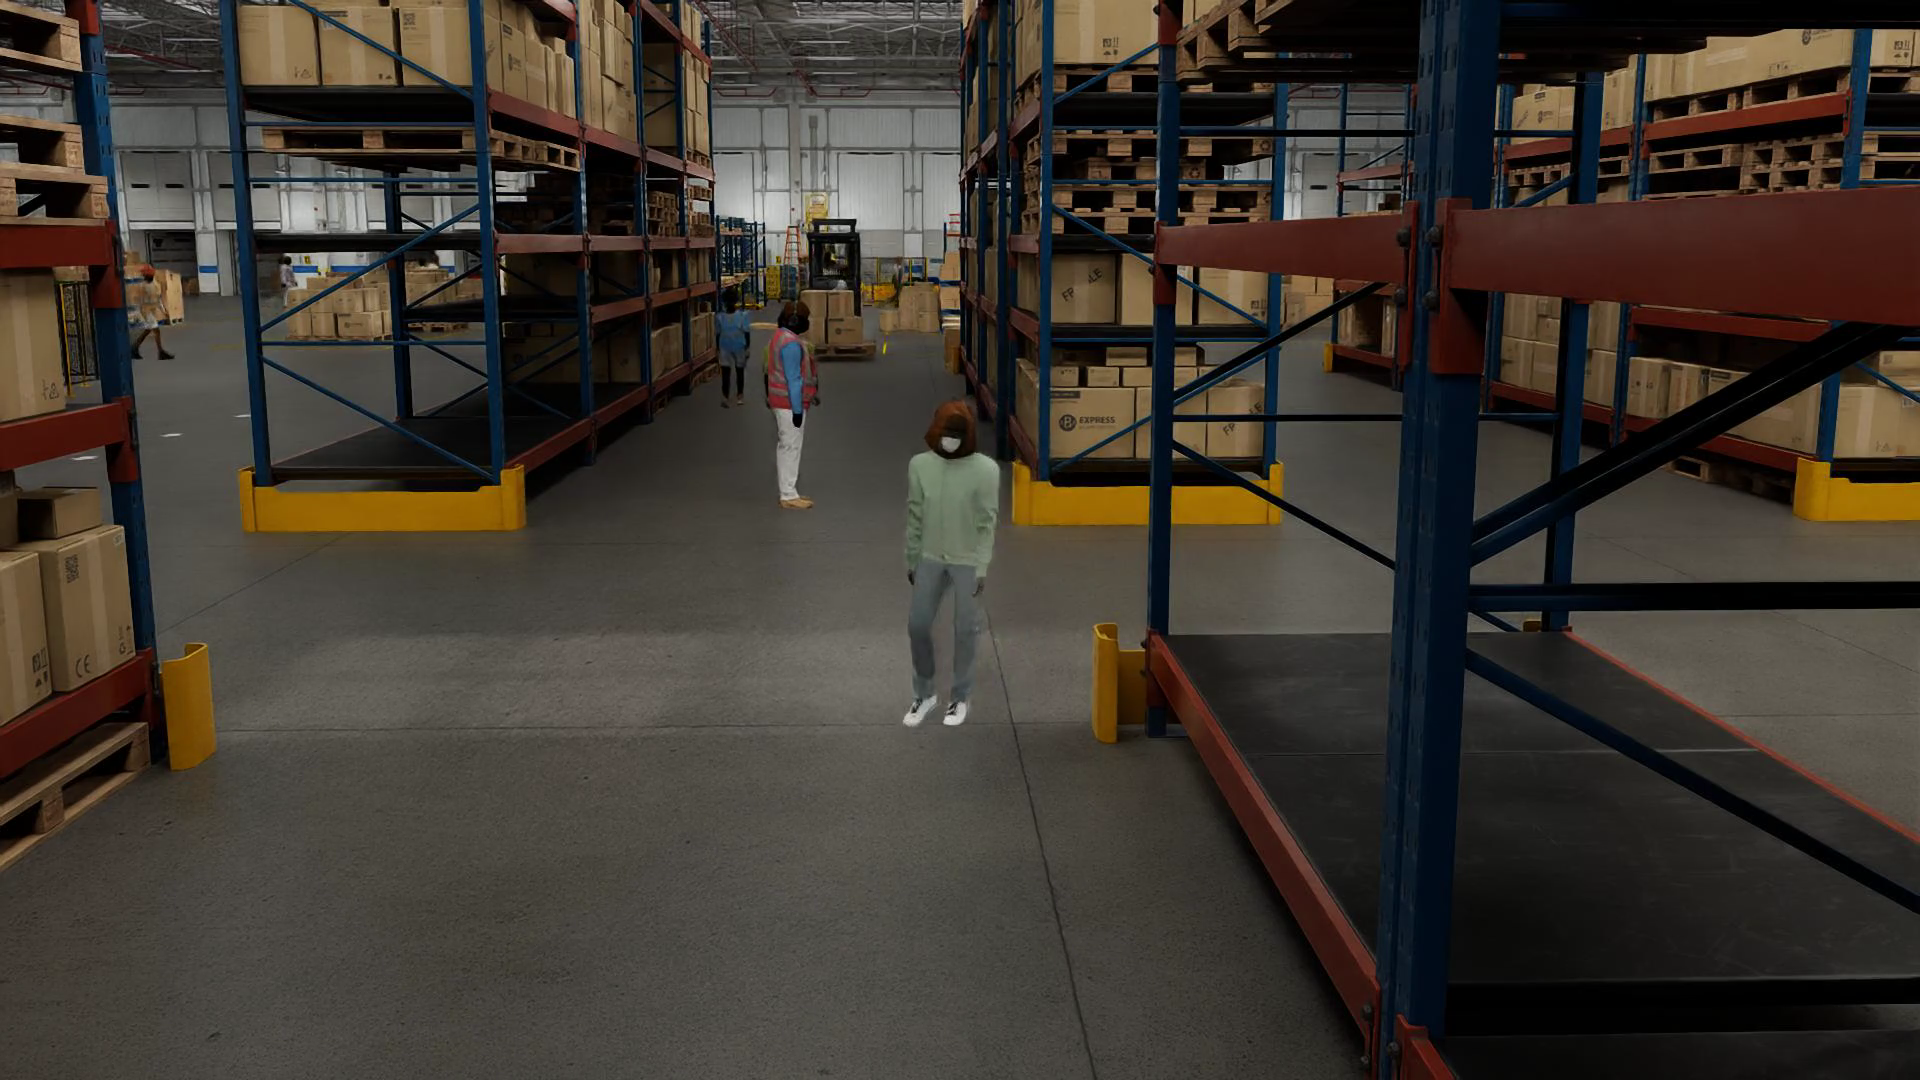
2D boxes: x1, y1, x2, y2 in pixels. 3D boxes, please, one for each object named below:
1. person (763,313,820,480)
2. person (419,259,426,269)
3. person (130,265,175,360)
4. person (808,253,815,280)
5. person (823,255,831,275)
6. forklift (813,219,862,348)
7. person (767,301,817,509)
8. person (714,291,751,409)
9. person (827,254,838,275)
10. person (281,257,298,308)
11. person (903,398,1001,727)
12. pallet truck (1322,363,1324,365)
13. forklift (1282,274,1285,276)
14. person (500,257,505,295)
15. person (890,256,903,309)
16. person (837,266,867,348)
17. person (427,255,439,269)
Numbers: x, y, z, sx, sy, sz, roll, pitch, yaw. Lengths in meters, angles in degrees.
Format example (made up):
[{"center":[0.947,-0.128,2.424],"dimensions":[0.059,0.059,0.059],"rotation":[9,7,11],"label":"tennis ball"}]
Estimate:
[{"center":[-1.706,-1.464,16.687],"dimensions":[0.538,1.657,0.852],"rotation":[-4,11,-23],"label":"person"},{"center":[-20.271,-9.758,62.778],"dimensions":[0.322,1.696,0.536],"rotation":[1,10,3],"label":"person"},{"center":[-16.219,-4.529,33.118],"dimensions":[0.966,1.904,0.540],"rotation":[0,10,1],"label":"person"},{"center":[-5.533,-9.720,61.942],"dimensions":[0.558,1.914,0.561],"rotation":[-2,10,-13],"label":"person"},{"center":[-3.725,-6.912,46.175],"dimensions":[0.368,1.966,0.603],"rotation":[-5,11,-27],"label":"person"},{"center":[-2.654,-5.450,35.480],"dimensions":[1.129,2.768,1.873],"rotation":[0,10,-2],"label":"forklift"},{"center":[-1.471,-1.184,14.661],"dimensions":[0.430,1.833,0.634],"rotation":[-2,10,-13],"label":"person"},{"center":[-3.220,-2.700,23.581],"dimensions":[0.534,1.657,0.860],"rotation":[0,10,-1],"label":"person"},{"center":[-4.198,-8.444,54.821],"dimensions":[0.382,1.923,0.593],"rotation":[7,12,35],"label":"person"},{"center":[-23.512,-9.059,58.593],"dimensions":[0.894,1.807,0.628],"rotation":[-1,10,-3],"label":"person"},{"center":[-0.050,0.125,7.958],"dimensions":[0.507,1.610,0.505],"rotation":[4,11,21],"label":"person"},{"center":[7.712,-4.157,30.737],"dimensions":[1.885,1.965,0.823],"rotation":[3,11,16],"label":"pallet truck"},{"center":[12.240,-10.302,62.509],"dimensions":[1.129,2.768,1.873],"rotation":[0,10,-2],"label":"forklift"},{"center":[-13.484,-7.315,48.501],"dimensions":[0.352,1.936,0.635],"rotation":[2,10,11],"label":"person"},{"center":[-2.164,-8.904,57.631],"dimensions":[0.443,1.835,0.500],"rotation":[3,11,14],"label":"person"},{"center":[-2.374,-4.869,35.183],"dimensions":[0.970,1.816,0.560],"rotation":[-1,10,-7],"label":"person"},{"center":[-17.063,-8.276,53.929],"dimensions":[0.663,1.919,0.692],"rotation":[9,14,42],"label":"person"}]
